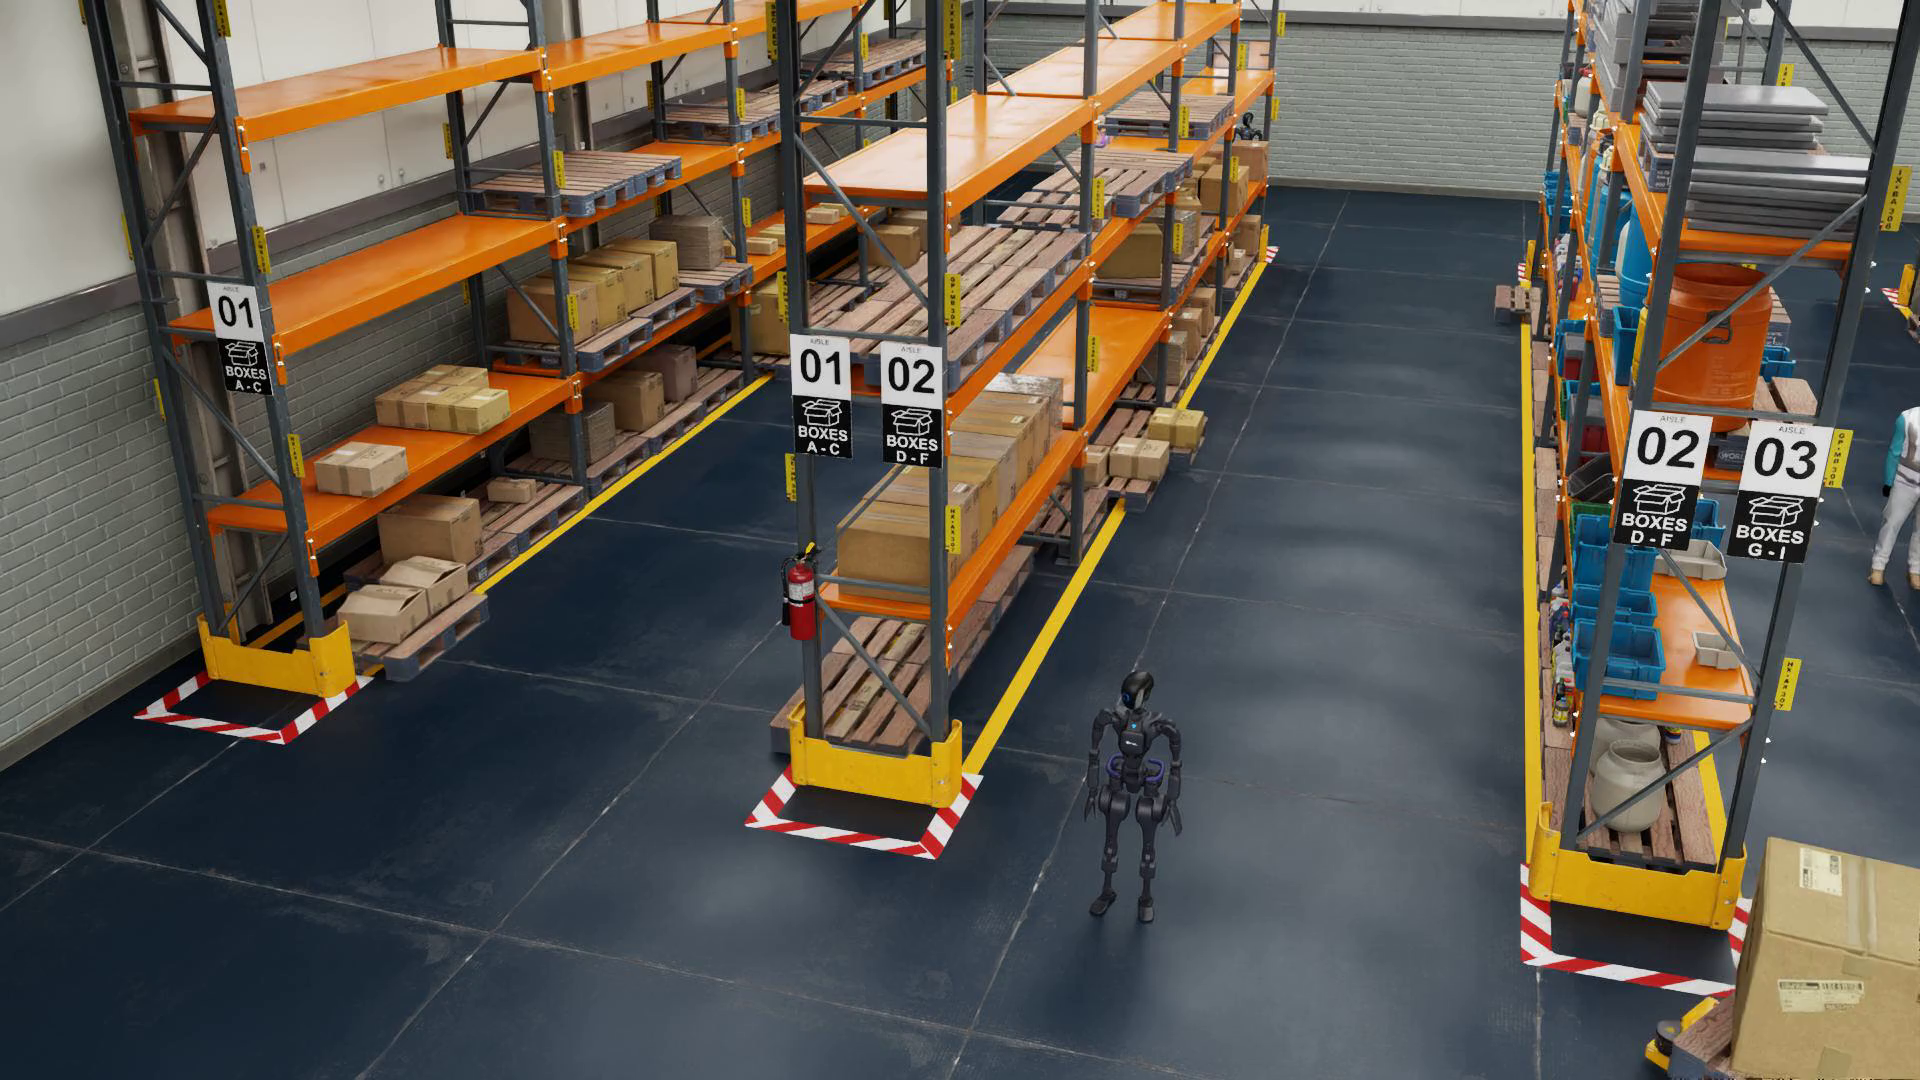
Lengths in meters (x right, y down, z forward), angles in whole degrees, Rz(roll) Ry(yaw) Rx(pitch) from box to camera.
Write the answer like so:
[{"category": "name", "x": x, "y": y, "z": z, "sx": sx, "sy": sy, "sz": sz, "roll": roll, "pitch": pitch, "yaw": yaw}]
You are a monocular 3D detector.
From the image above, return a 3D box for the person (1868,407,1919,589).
[{"category": "person", "x": 8.256, "y": -0.466, "z": 14.274, "sx": 0.621, "sy": 1.840, "sz": 0.431, "roll": 8, "pitch": 25, "yaw": 18}]

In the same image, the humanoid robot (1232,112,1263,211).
[{"category": "humanoid robot", "x": 4.868, "y": -6.441, "z": 28.315, "sx": 0.599, "sy": 1.654, "sz": 0.315, "roll": 7, "pitch": 24, "yaw": 16}]

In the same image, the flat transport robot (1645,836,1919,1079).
[{"category": "flat transport robot", "x": 4.392, "y": 2.838, "z": 8.592, "sx": 0.659, "sy": 0.231, "sz": 1.431, "roll": -18, "pitch": 29, "yaw": -35}]

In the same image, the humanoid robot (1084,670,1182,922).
[{"category": "humanoid robot", "x": 1.037, "y": 1.514, "z": 9.870, "sx": 0.599, "sy": 1.654, "sz": 0.315, "roll": 7, "pitch": 24, "yaw": 16}]

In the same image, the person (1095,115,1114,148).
[{"category": "person", "x": 2.348, "y": -6.284, "z": 27.943, "sx": 0.483, "sy": 1.694, "sz": 0.348, "roll": 8, "pitch": 25, "yaw": 18}]
